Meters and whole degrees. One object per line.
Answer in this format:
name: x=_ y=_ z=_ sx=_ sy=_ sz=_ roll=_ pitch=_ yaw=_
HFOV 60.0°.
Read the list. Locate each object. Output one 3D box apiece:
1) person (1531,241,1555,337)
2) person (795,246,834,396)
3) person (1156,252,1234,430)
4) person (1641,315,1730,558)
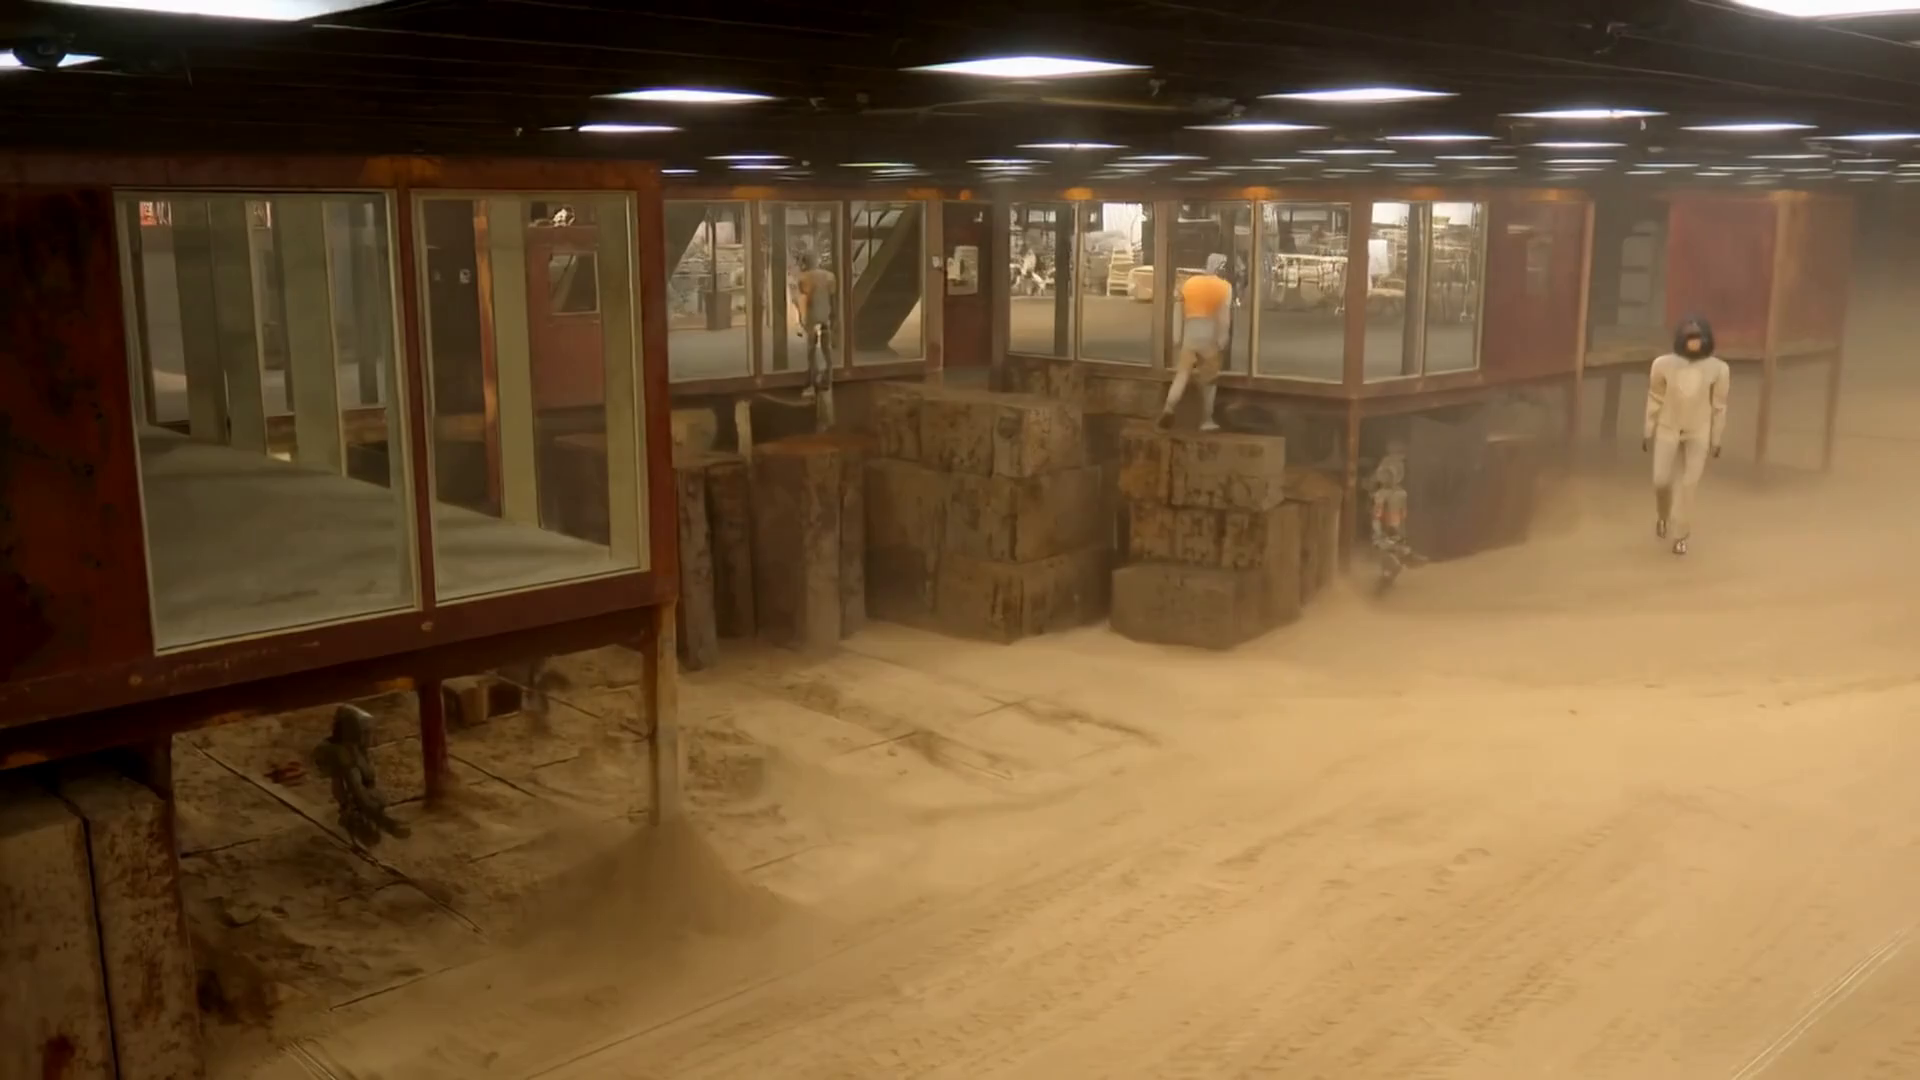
person: x=10.580 y=-4.543 z=29.959 sx=0.580 sy=1.817 sz=1.020 roll=-6 pitch=13 yaw=-29
person: x=-1.803 y=-2.712 z=20.670 sx=0.520 sy=1.865 sz=0.332 roll=-7 pitch=13 yaw=-30
person: x=2.479 y=-2.053 z=17.363 sx=0.678 sy=1.876 sz=0.722 roll=9 pitch=14 yaw=38
person: x=4.882 y=-0.710 z=11.222 sx=0.520 sy=1.619 sz=0.458 roll=5 pitch=12 yaw=23
